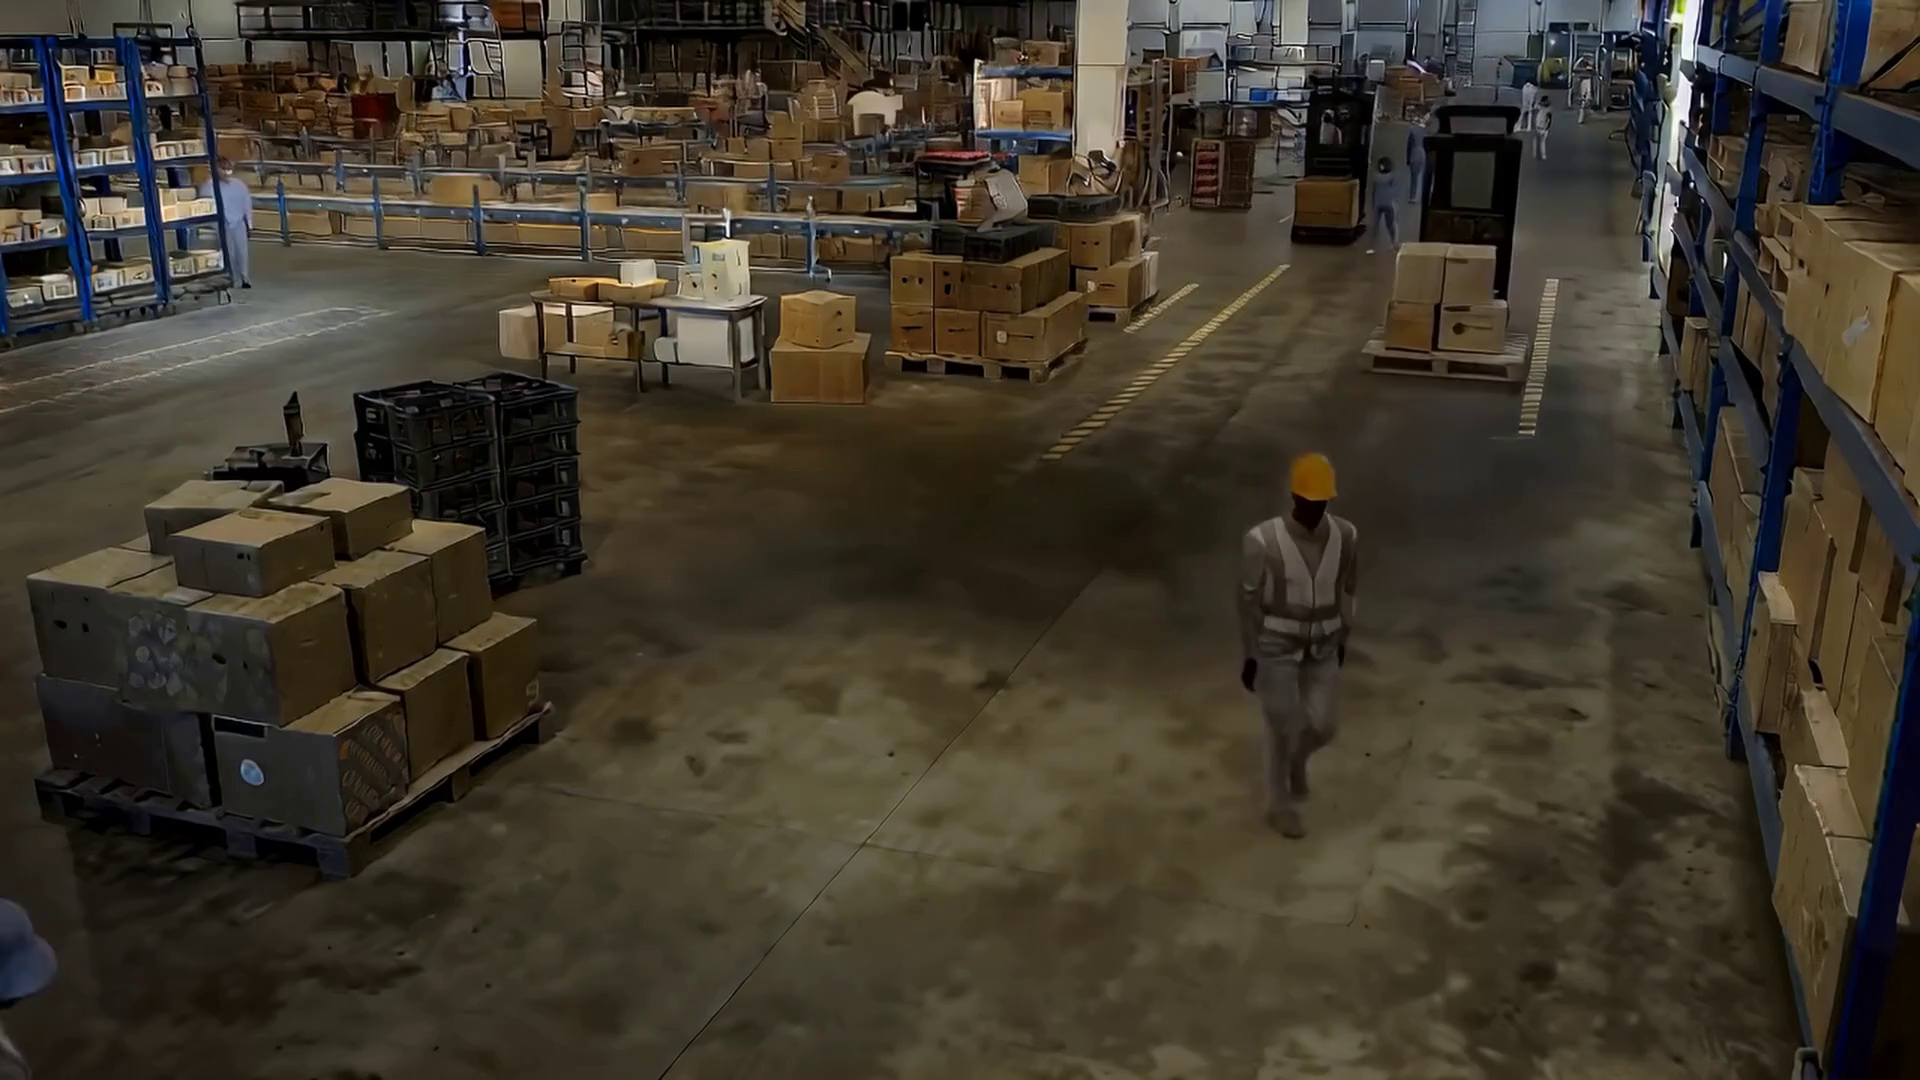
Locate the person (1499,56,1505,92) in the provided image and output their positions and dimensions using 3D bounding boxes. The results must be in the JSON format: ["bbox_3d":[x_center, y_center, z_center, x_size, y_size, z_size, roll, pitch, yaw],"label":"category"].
[{"bbox_3d":[27.067,-23.316,83.228,0.533,1.765,0.329,-14,23,-38],"label":"person"}]

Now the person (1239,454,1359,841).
[{"bbox_3d":[1.631,0.505,8.108,0.614,1.932,0.483,-3,18,-9],"label":"person"}]

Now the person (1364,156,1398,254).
[{"bbox_3d":[7.132,-5.628,27.910,0.506,1.604,0.782,15,23,39],"label":"person"}]

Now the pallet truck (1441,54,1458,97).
[{"bbox_3d":[22.765,-21.886,78.355,0.823,1.965,1.885,-4,18,-14],"label":"pallet truck"}]

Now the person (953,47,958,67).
[{"bbox_3d":[-0.278,-27.489,96.054,0.351,1.941,0.545,-16,24,-41],"label":"person"}]

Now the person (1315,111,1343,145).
[{"bbox_3d":[8.257,-8.694,37.247,0.621,1.780,0.915,7,19,21],"label":"person"}]

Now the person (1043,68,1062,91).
[{"bbox_3d":[3.336,-15.862,59.357,0.684,2.000,0.535,6,18,17],"label":"person"}]

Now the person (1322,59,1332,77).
[{"bbox_3d":[18.495,-23.539,83.686,0.614,1.911,0.419,-3,18,-8],"label":"person"}]

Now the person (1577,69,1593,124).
[{"bbox_3d":[22.506,-15.934,59.777,0.399,1.928,0.542,2,18,7],"label":"person"}]

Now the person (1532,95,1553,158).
[{"bbox_3d":[16.046,-11.380,45.830,0.535,1.699,0.318,12,21,33],"label":"person"}]

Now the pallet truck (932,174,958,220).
[{"bbox_3d":[-0.507,-5.292,27.348,0.653,1.274,1.630,6,19,19],"label":"pallet truck"}]

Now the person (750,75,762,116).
[{"bbox_3d":[-7.186,-15.523,58.766,0.530,1.746,0.659,-12,21,-32],"label":"person"}]

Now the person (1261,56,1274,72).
[{"bbox_3d":[14.633,-22.010,78.938,0.667,1.883,0.852,6,19,19],"label":"person"}]

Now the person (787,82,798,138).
[{"bbox_3d":[-5.045,-12.877,50.258,0.309,1.868,0.534,-10,20,-28],"label":"person"}]

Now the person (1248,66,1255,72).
[{"bbox_3d":[12.873,-20.190,73.284,0.708,1.842,0.527,13,22,35],"label":"person"}]

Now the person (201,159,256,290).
[{"bbox_3d":[-10.579,-4.570,24.130,0.443,1.893,0.651,17,24,42],"label":"person"}]

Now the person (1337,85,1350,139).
[{"bbox_3d":[12.136,-13.581,52.794,0.549,1.673,0.716,-10,20,-30],"label":"person"}]

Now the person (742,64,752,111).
[{"bbox_3d":[-8.622,-18.289,67.253,0.419,1.869,0.612,10,20,29],"label":"person"}]

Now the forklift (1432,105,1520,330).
[{"bbox_3d":[6.241,-3.900,20.409,1.129,2.768,1.873,6,19,19],"label":"forklift"}]

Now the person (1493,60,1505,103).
[{"bbox_3d":[23.956,-20.388,73.906,0.429,1.842,0.627,2,18,7],"label":"person"}]

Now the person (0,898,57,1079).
[{"bbox_3d":[-2.541,1.745,4.289,0.677,1.887,0.493,15,23,39],"label":"person"}]

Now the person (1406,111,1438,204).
[{"bbox_3d":[9.724,-8.050,35.030,0.643,1.910,0.400,5,18,16],"label":"person"}]

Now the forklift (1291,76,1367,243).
[{"bbox_3d":[6.598,-6.755,29.381,1.129,2.768,1.873,6,19,19],"label":"forklift"}]

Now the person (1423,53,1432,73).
[{"bbox_3d":[22.298,-22.231,79.483,0.464,1.977,0.621,-5,18,-16],"label":"person"}]

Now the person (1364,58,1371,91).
[{"bbox_3d":[20.231,-23.172,82.936,0.785,1.673,0.537,9,20,26],"label":"person"}]

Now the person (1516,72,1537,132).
[{"bbox_3d":[19.013,-14.667,55.723,0.367,1.966,0.603,-9,20,-26],"label":"person"}]
